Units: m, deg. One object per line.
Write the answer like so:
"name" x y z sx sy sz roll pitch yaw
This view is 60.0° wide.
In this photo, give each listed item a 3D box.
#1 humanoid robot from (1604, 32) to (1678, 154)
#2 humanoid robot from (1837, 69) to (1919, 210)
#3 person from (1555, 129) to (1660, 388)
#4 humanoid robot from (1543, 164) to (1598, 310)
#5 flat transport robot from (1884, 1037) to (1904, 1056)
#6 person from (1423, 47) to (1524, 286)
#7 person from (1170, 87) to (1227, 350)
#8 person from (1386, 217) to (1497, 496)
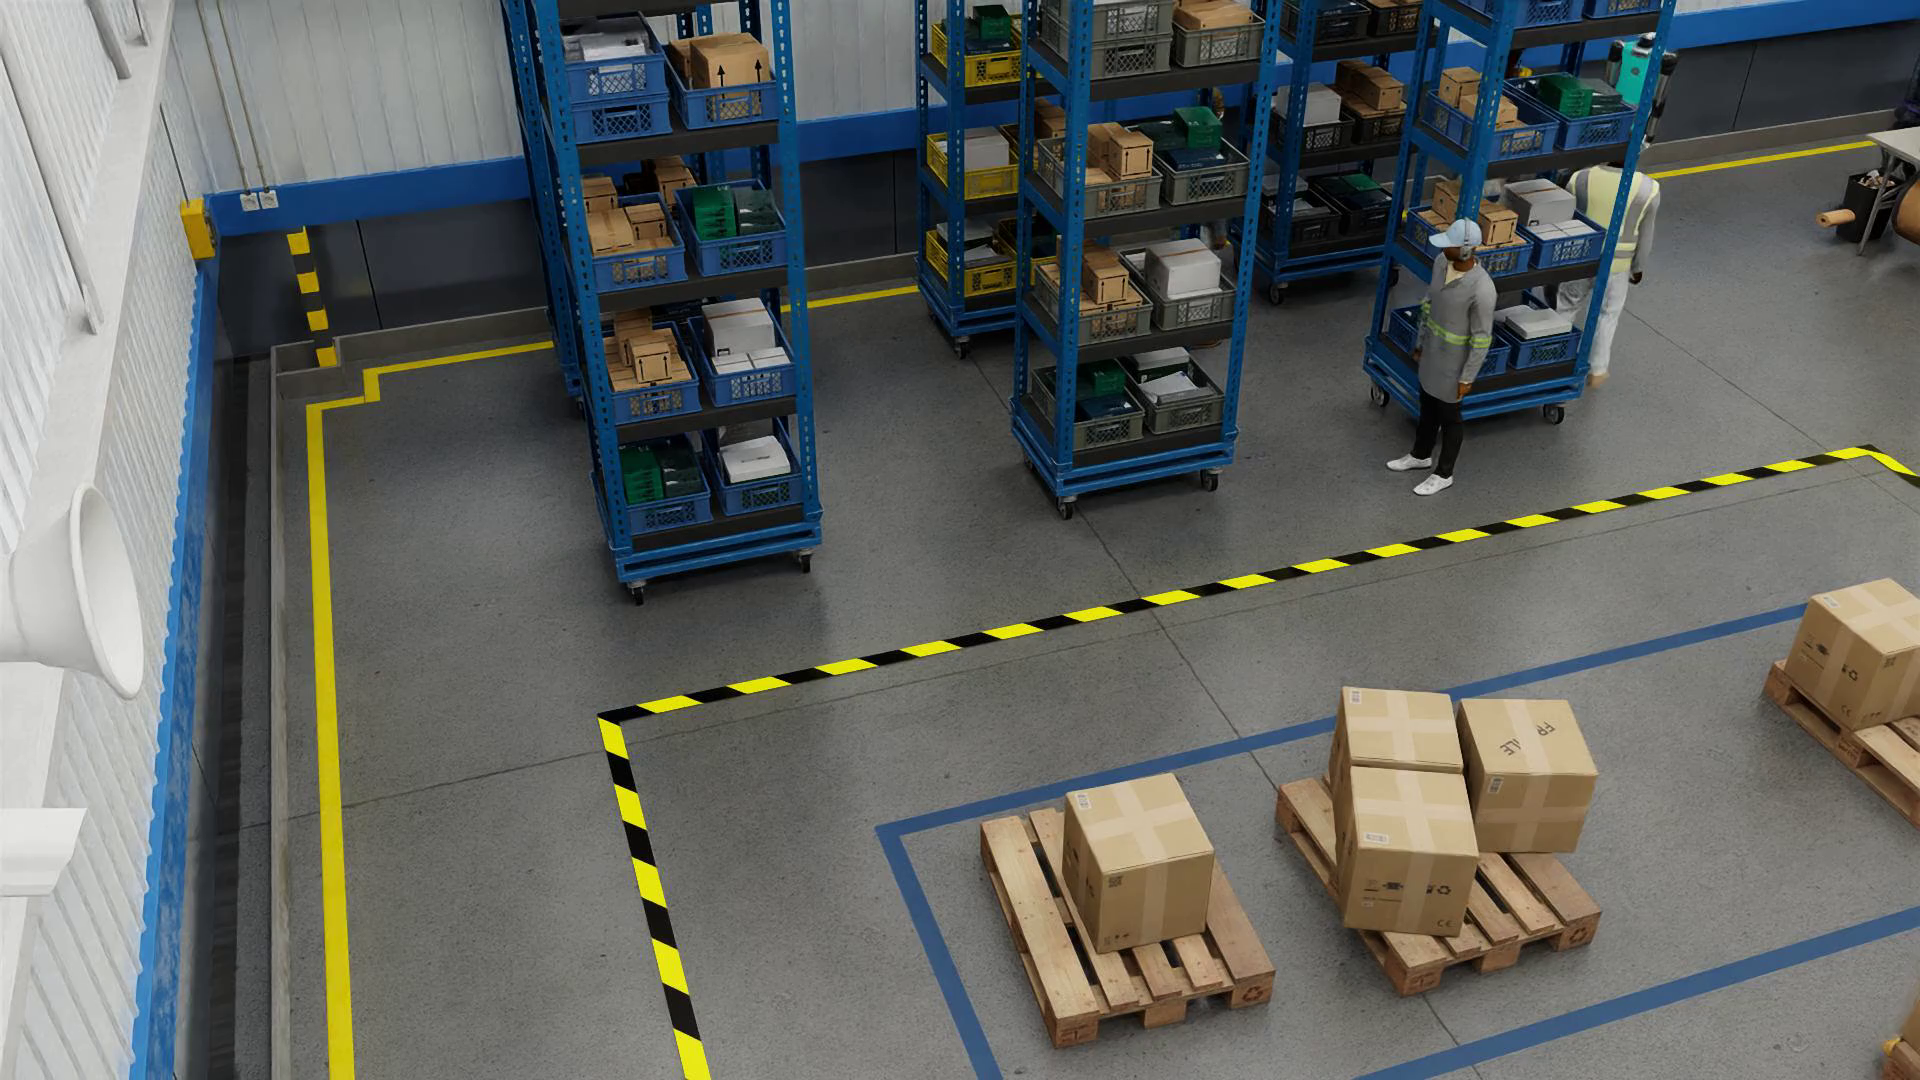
"humanoid robot" 5.570 -3.466 13.748 0.547 1.773 1.033 23 41 29
"humanoid robot" 7.895 -3.420 13.720 0.808 1.615 0.599 7 36 10
"person" 4.390 -1.936 11.448 0.637 1.828 0.429 17 39 22
"humanoid robot" 4.366 -2.133 11.878 0.413 1.645 0.589 2 35 3
"flat transport robot" 4.473 2.436 6.578 0.652 0.197 1.431 -11 37 -15
"person" 4.042 -2.862 12.673 0.754 1.923 0.621 -17 39 -22
"person" 1.680 -2.292 11.857 0.373 1.940 0.627 -20 40 -26
"person" 2.986 -1.132 10.287 0.391 1.849 0.593 -11 37 -15
